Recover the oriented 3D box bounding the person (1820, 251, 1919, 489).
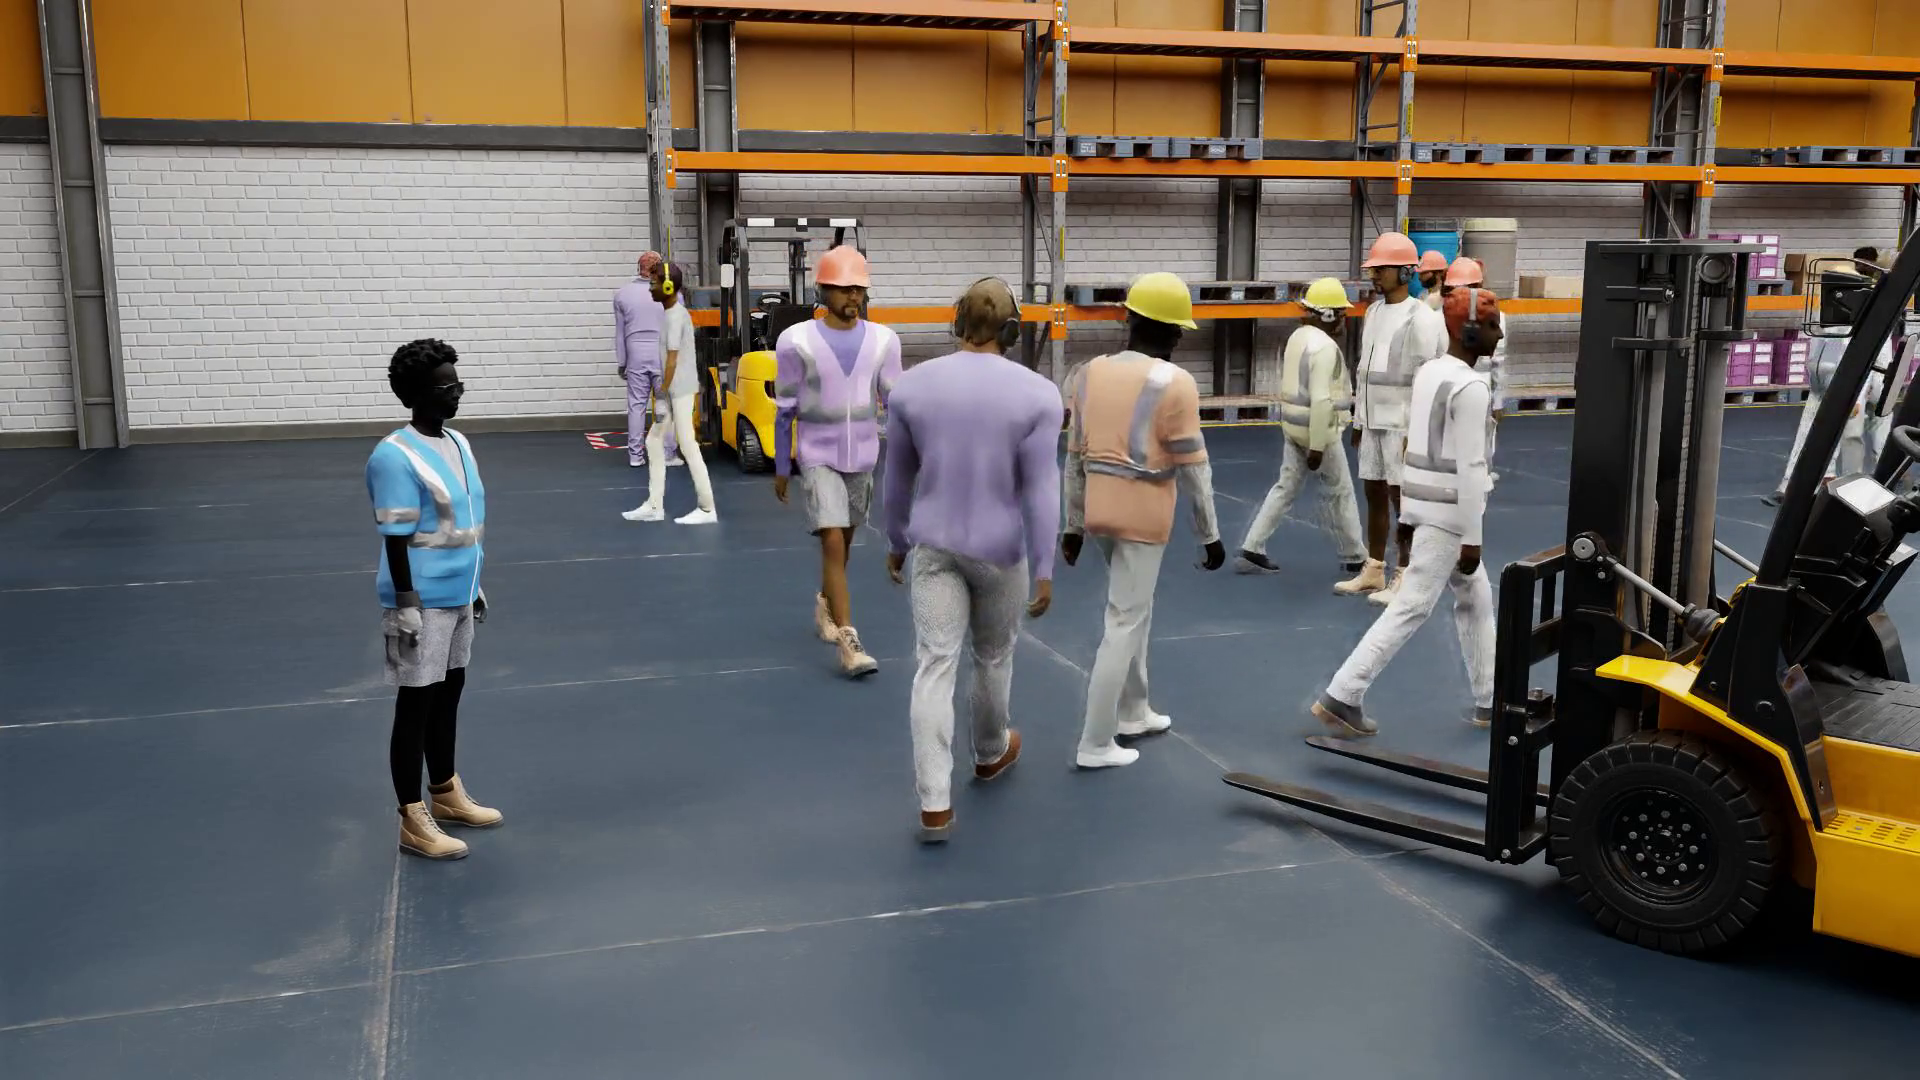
[{"bbox_3d":[7.290,-1.320,13.191,0.888,1.899,0.694,5,11,25],"label":"person"}]

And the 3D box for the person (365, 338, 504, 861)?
[{"bbox_3d":[-1.731,0.186,5.491,0.320,1.698,0.531,2,10,9],"label":"person"}]

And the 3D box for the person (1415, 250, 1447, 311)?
[{"bbox_3d":[4.046,-1.570,14.577,0.958,1.894,0.567,-2,10,-9],"label":"person"}]

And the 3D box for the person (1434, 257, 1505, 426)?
[{"bbox_3d":[3.449,-1.001,11.511,0.569,1.884,1.011,9,14,40],"label":"person"}]

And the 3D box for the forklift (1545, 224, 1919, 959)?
[{"bbox_3d":[2.909,0.117,4.508,2.313,2.155,1.214,9,14,40],"label":"forklift"}]

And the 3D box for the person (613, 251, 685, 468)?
[{"bbox_3d":[-2.700,-1.579,14.625,0.647,1.900,0.403,1,10,3],"label":"person"}]

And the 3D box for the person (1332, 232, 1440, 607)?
[{"bbox_3d":[2.349,-0.655,9.160,0.375,2.044,0.607,-4,11,-21],"label":"person"}]

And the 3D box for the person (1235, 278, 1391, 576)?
[{"bbox_3d":[2.092,-0.657,9.888,0.915,1.793,0.598,-2,11,-11],"label":"person"}]

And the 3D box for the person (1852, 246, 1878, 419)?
[{"bbox_3d":[9.943,-2.266,18.344,0.994,1.900,0.601,-6,12,-31],"label":"person"}]

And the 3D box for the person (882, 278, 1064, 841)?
[{"bbox_3d":[0.039,0.046,5.803,0.668,1.891,0.986,3,11,14],"label":"person"}]

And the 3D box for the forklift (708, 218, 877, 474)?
[{"bbox_3d":[-1.522,-1.778,14.899,1.214,2.155,2.313,-3,11,-17],"label":"forklift"}]

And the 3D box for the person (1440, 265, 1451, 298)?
[{"bbox_3d":[3.827,-1.201,12.763,0.438,1.821,0.655,5,11,24],"label":"person"}]

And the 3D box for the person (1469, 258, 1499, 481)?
[{"bbox_3d":[4.066,-1.380,13.645,0.806,1.859,0.585,-1,10,-4],"label":"person"}]

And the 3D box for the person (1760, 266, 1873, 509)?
[{"bbox_3d":[6.289,-1.074,12.108,0.844,1.797,0.626,-4,11,-19],"label":"person"}]

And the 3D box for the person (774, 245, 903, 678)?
[{"bbox_3d":[-0.559,-0.393,7.924,0.627,1.988,1.058,-5,11,-24],"label":"person"}]

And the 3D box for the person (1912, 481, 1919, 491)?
[{"bbox_3d":[7.865,-1.237,12.747,0.992,1.898,0.613,-4,11,-23],"label":"person"}]

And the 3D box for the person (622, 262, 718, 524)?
[{"bbox_3d":[-2.092,-1.014,11.681,0.799,1.840,0.579,-2,11,-11],"label":"person"}]

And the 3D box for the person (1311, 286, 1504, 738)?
[{"bbox_3d":[1.904,-0.098,6.691,0.995,1.839,0.579,0,10,-2],"label":"person"}]

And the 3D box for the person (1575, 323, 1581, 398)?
[{"bbox_3d":[4.281,-0.846,10.807,0.629,1.822,0.636,-7,12,-33],"label":"person"}]

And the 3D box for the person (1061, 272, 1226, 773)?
[{"bbox_3d":[0.718,-0.070,6.400,0.809,1.880,0.596,-8,13,-36],"label":"person"}]
